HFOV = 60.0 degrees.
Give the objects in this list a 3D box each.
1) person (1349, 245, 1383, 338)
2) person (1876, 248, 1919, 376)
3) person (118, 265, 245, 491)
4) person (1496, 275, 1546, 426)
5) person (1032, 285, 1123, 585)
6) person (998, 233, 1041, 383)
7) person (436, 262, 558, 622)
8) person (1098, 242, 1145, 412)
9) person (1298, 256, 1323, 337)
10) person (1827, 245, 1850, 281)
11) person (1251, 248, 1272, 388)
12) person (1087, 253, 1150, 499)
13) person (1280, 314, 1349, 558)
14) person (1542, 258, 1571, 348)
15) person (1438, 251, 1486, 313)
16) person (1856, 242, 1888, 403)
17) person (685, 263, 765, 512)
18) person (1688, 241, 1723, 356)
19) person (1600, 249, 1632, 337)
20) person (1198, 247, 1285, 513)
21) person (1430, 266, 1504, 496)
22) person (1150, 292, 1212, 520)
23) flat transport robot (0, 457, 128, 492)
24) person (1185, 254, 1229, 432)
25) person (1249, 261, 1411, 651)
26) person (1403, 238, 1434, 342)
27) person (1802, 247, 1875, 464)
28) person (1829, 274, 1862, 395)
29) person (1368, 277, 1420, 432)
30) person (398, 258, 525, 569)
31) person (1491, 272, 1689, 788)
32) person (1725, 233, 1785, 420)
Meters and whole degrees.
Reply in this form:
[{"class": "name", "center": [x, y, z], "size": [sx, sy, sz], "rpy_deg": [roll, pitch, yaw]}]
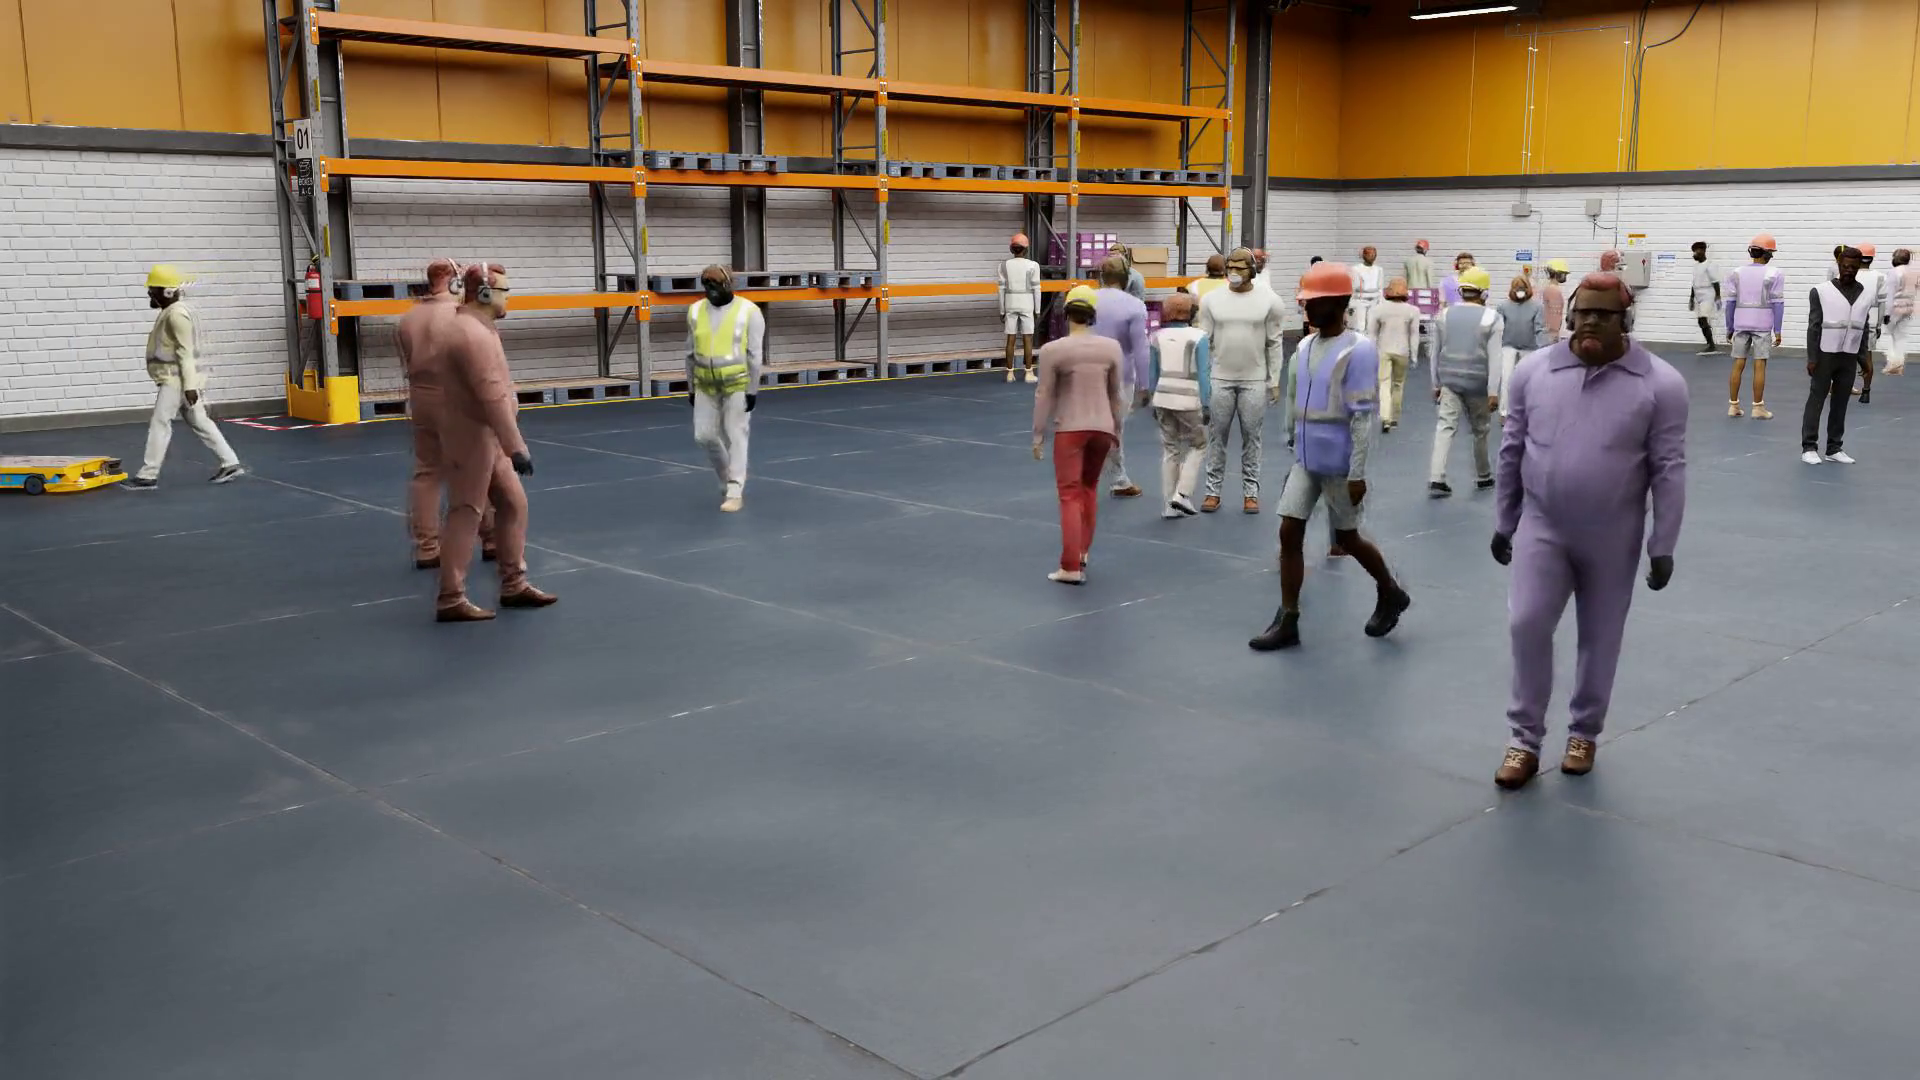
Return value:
[{"class": "person", "center": [6.405, -3.741, 26.436], "size": [0.574, 1.869, 0.550], "rpy_deg": [-4, 11, -21]}, {"class": "person", "center": [13.501, -3.280, 23.994], "size": [0.649, 1.831, 0.441], "rpy_deg": [-5, 12, -27]}, {"class": "person", "center": [-6.278, -1.306, 13.355], "size": [0.941, 1.790, 0.604], "rpy_deg": [-5, 12, -27]}, {"class": "person", "center": [5.929, -1.994, 17.634], "size": [0.505, 1.595, 0.752], "rpy_deg": [2, 11, 12]}, {"class": "person", "center": [0.695, -0.633, 9.850], "size": [0.585, 1.724, 0.721], "rpy_deg": [-3, 11, -17]}, {"class": "person", "center": [0.823, -3.186, 22.905], "size": [0.608, 2.047, 0.365], "rpy_deg": [3, 11, 15]}, {"class": "person", "center": [-2.448, -0.507, 8.767], "size": [0.773, 1.878, 0.676], "rpy_deg": [-3, 11, -15]}, {"class": "person", "center": [1.806, -2.415, 18.993], "size": [0.627, 1.940, 0.372], "rpy_deg": [9, 14, 40]}, {"class": "person", "center": [6.012, -3.981, 28.219], "size": [0.548, 1.676, 0.550], "rpy_deg": [2, 11, 10]}, {"class": "person", "center": [13.872, -3.724, 26.336], "size": [0.336, 1.867, 0.528], "rpy_deg": [5, 11, 25]}, {"class": "person", "center": [3.910, -2.877, 21.763], "size": [0.746, 1.863, 0.356], "rpy_deg": [-9, 14, -41]}, {"class": "person", "center": [1.083, -1.190, 12.443], "size": [0.642, 1.903, 0.968], "rpy_deg": [10, 14, 42]}, {"class": "person", "center": [2.207, -0.638, 10.226], "size": [0.511, 1.602, 0.801], "rpy_deg": [7, 13, 34]}, {"class": "person", "center": [7.018, -2.466, 19.776], "size": [0.410, 1.744, 0.542], "rpy_deg": [2, 11, 11]}, {"class": "person", "center": [5.984, -2.527, 19.894], "size": [0.574, 1.830, 0.462], "rpy_deg": [2, 11, 9]}, {"class": "person", "center": [10.864, -2.619, 20.105], "size": [0.544, 1.939, 0.354], "rpy_deg": [2, 11, 12]}, {"class": "person", "center": [-1.728, -1.130, 12.316], "size": [0.626, 1.821, 0.546], "rpy_deg": [2, 11, 13]}, {"class": "person", "center": [12.555, -4.066, 28.039], "size": [0.520, 1.921, 0.621], "rpy_deg": [0, 10, 0]}, {"class": "person", "center": [6.017, -1.720, 15.329], "size": [0.686, 1.884, 0.680], "rpy_deg": [-4, 11, -22]}, {"class": "person", "center": [2.026, -1.155, 12.125], "size": [0.633, 1.936, 0.355], "rpy_deg": [3, 11, 14]}, {"class": "person", "center": [3.947, -1.231, 12.963], "size": [0.607, 1.788, 0.915], "rpy_deg": [8, 13, 39]}, {"class": "person", "center": [1.580, -0.945, 11.828], "size": [0.558, 1.615, 0.360], "rpy_deg": [10, 14, 42]}, {"class": "flat transport robot", "center": [-7.520, -0.534, 13.285], "size": [1.431, 0.197, 0.652], "rpy_deg": [1, 10, 3]}, {"class": "person", "center": [2.635, -2.037, 17.225], "size": [0.650, 1.829, 0.506], "rpy_deg": [3, 11, 16]}, {"class": "person", "center": [1.862, -0.415, 8.186], "size": [0.905, 1.906, 0.552], "rpy_deg": [-6, 12, -29]}, {"class": "person", "center": [8.715, -4.728, 31.548], "size": [0.647, 1.988, 0.507], "rpy_deg": [10, 14, 42]}, {"class": "person", "center": [7.790, -1.631, 14.784], "size": [0.587, 1.915, 0.393], "rpy_deg": [-1, 10, -7]}, {"class": "person", "center": [11.304, -2.765, 21.078], "size": [0.512, 1.877, 0.328], "rpy_deg": [-4, 11, -20]}, {"class": "person", "center": [4.484, -1.921, 17.236], "size": [0.510, 1.593, 0.832], "rpy_deg": [2, 11, 12]}, {"class": "person", "center": [-3.076, -0.781, 10.232], "size": [0.674, 1.874, 0.826], "rpy_deg": [6, 12, 30]}, {"class": "person", "center": [2.256, -0.020, 6.062], "size": [0.683, 1.880, 0.768], "rpy_deg": [6, 12, 28]}, {"class": "person", "center": [8.770, -2.348, 18.344], "size": [0.391, 2.040, 0.615], "rpy_deg": [-9, 13, -39]}]
